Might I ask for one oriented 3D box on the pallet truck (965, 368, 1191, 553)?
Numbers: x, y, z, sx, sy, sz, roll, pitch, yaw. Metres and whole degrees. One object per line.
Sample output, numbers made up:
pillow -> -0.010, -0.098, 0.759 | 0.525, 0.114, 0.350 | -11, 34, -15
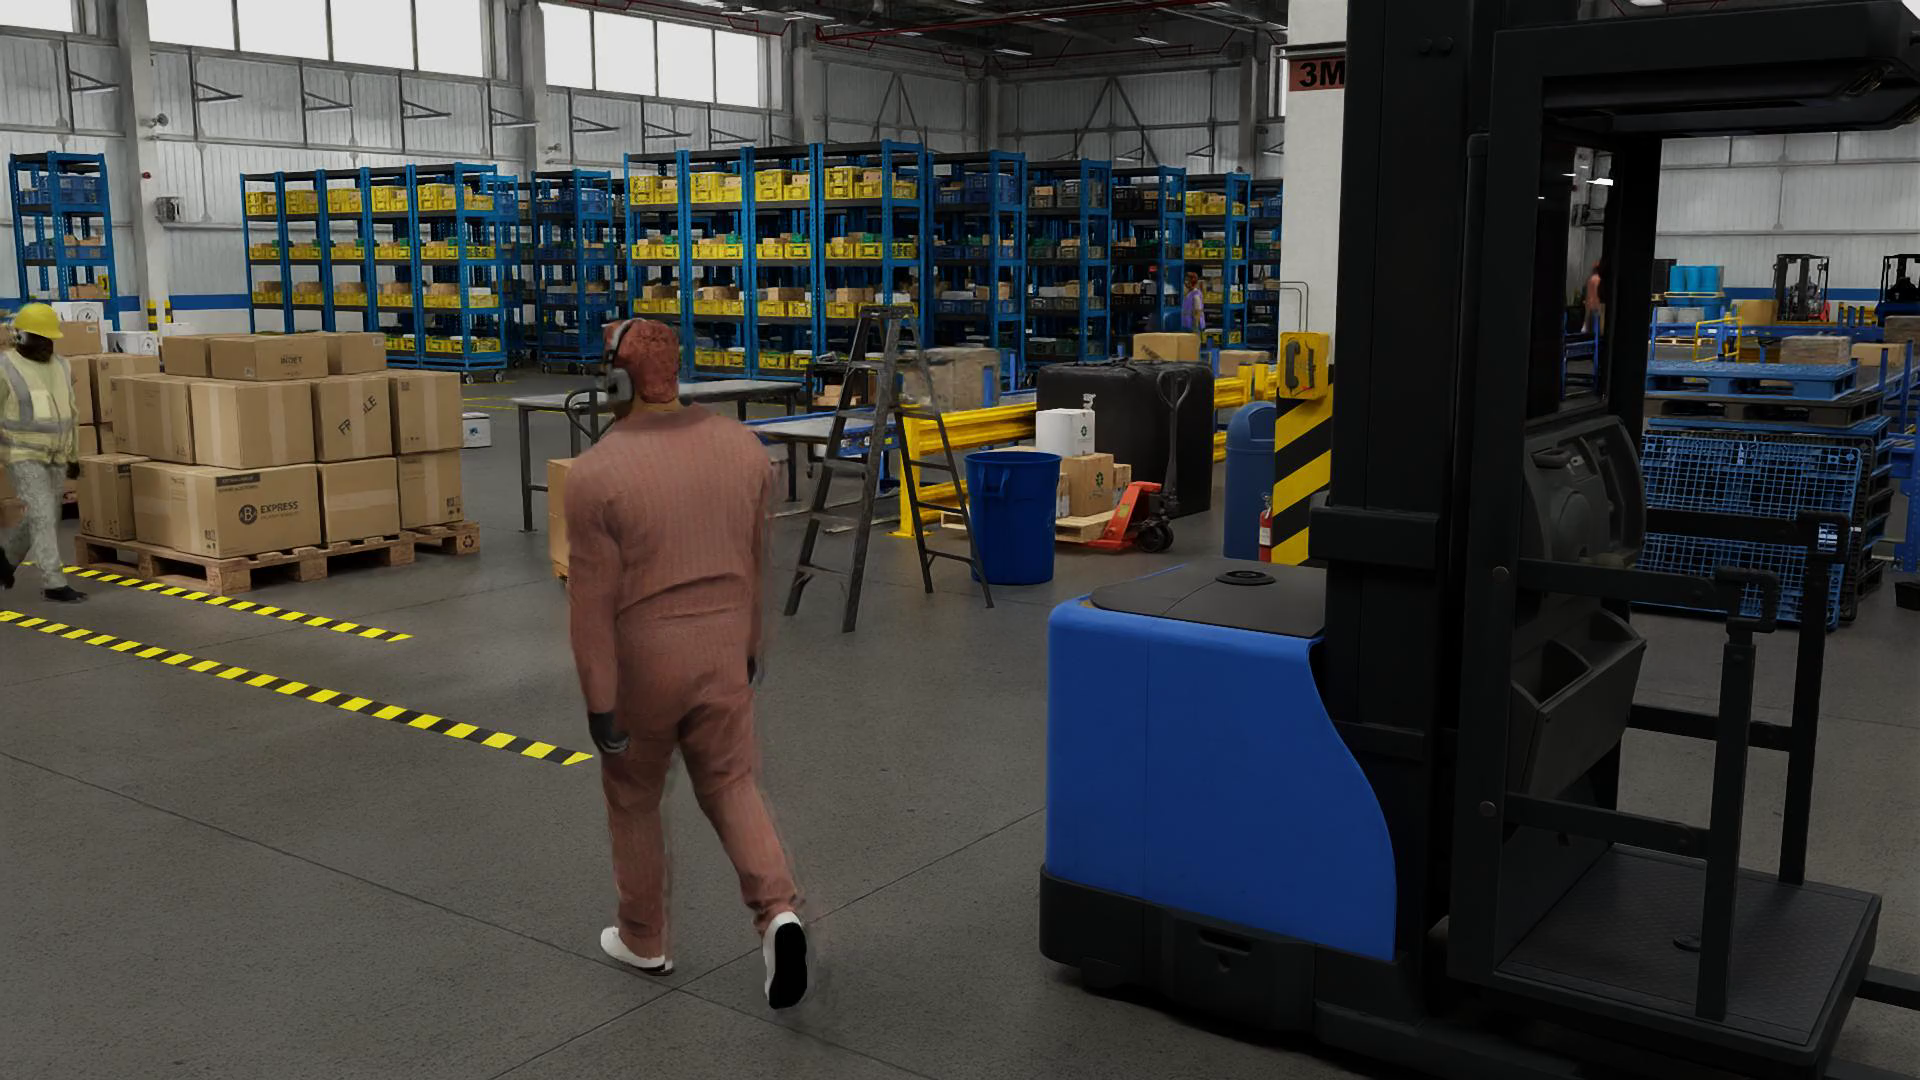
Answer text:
pallet truck -> 0.845, -0.609, 11.869 | 1.630, 1.274, 0.653 | 7, 12, 35

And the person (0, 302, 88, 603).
person -> -5.580, -0.523, 9.927 | 0.786, 1.789, 0.611 | 3, 10, 17

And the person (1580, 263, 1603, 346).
person -> 15.029, -5.586, 39.529 | 0.541, 1.964, 0.781 | -5, 11, -28

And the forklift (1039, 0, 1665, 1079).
forklift -> 1.249, -0.137, 4.360 | 1.873, 2.768, 1.129 | 7, 12, 35

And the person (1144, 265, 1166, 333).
person -> 3.631, -4.033, 30.160 | 0.930, 2.014, 0.619 | 5, 11, 28

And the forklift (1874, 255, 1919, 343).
forklift -> 22.089, -5.634, 38.796 | 1.157, 1.987, 2.680 | 6, 11, 33

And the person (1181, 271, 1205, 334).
person -> 3.768, -3.421, 26.981 | 0.390, 1.849, 0.566 | -1, 10, -9

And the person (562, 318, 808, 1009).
person -> -0.748, 0.340, 4.510 | 0.647, 1.874, 0.814 | -7, 12, -37

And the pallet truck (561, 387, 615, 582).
pallet truck -> -1.981, -0.274, 10.088 | 0.680, 1.201, 1.601 | -5, 11, -28

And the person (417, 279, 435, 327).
person -> -11.633, -4.863, 36.012 | 0.616, 1.701, 0.399 | 0, 10, 3

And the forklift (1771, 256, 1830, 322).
forklift -> 20.253, -5.854, 40.139 | 1.157, 1.987, 2.680 | 7, 12, 35
